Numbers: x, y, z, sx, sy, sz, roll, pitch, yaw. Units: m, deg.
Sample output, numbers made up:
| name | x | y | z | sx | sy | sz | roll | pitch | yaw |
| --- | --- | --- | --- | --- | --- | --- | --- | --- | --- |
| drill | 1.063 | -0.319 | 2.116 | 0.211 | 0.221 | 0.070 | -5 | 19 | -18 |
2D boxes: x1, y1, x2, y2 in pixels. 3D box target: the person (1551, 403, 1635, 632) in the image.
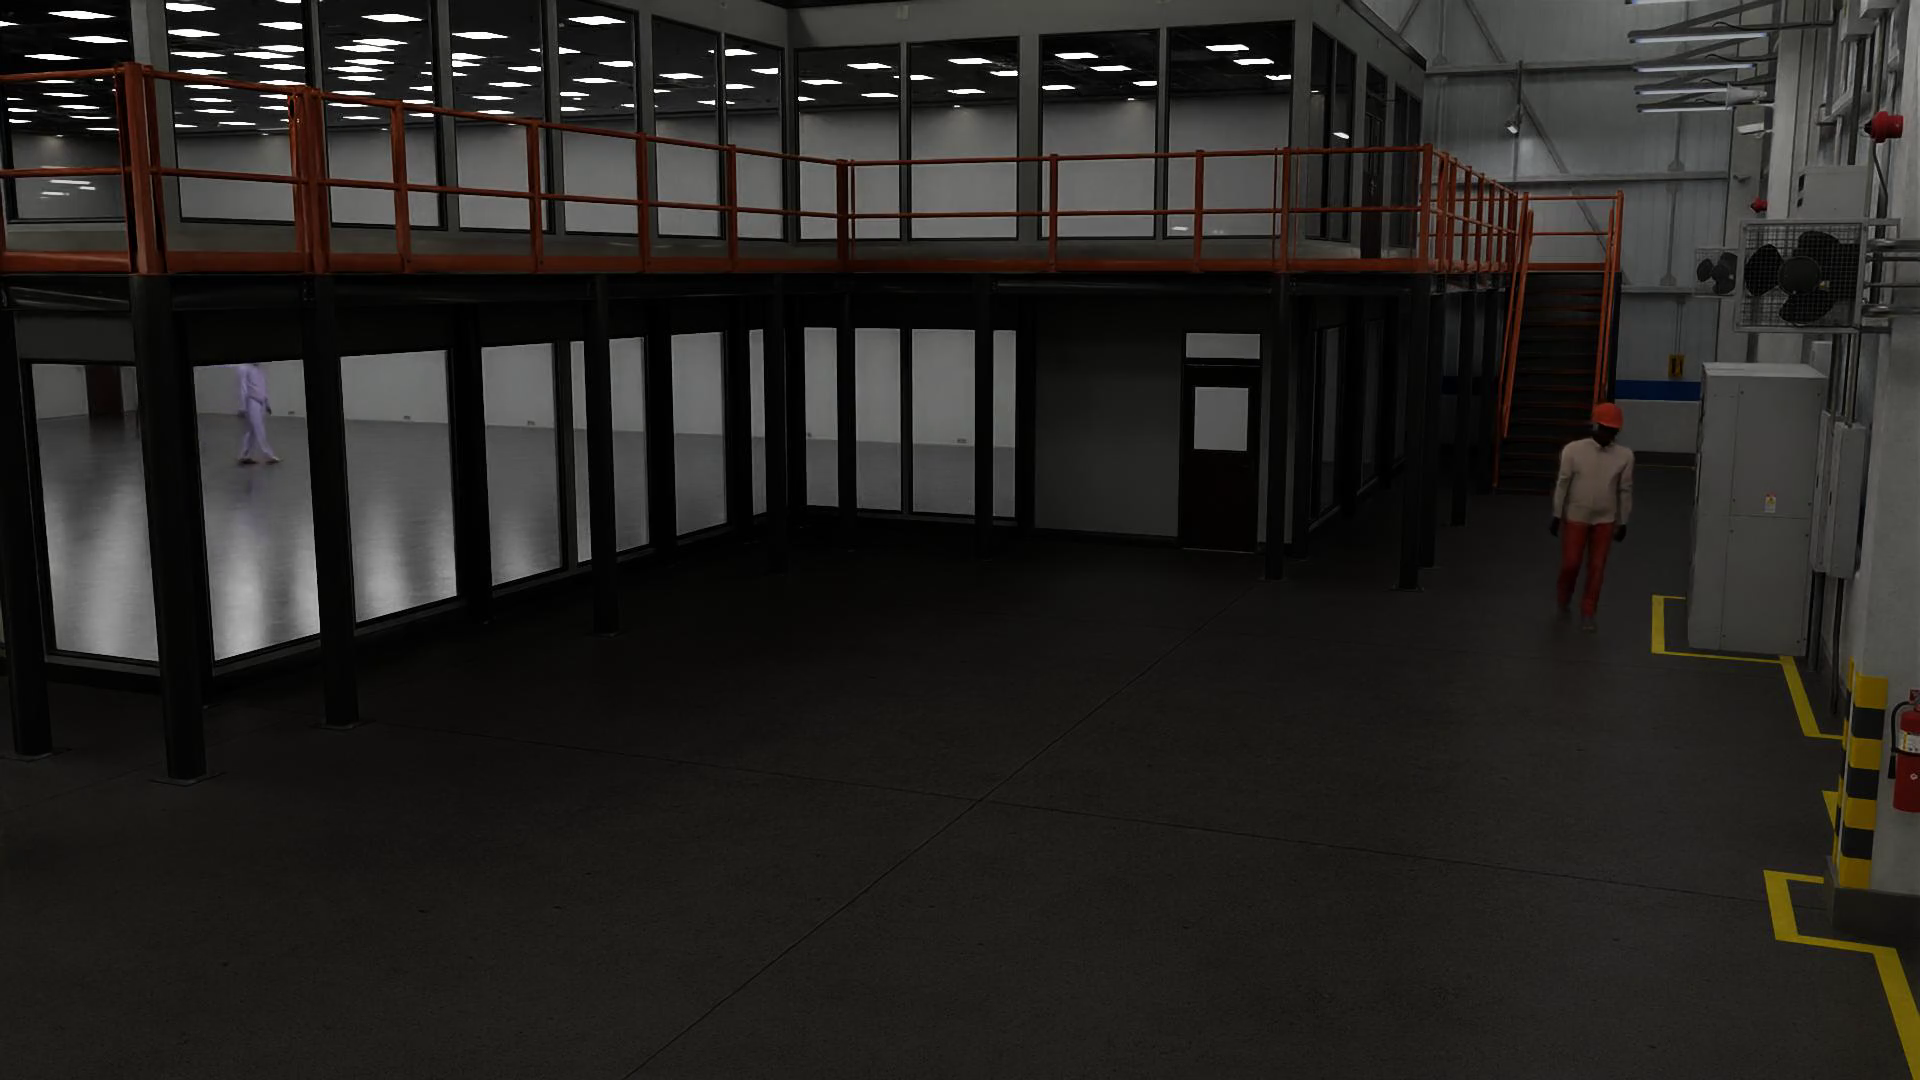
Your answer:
| name | x | y | z | sx | sy | sz | roll | pitch | yaw |
| --- | --- | --- | --- | --- | --- | --- | --- | --- | --- |
| person | 5.343 | -0.187 | 14.044 | 0.637 | 1.964 | 0.542 | 1 | 9 | 6 |
